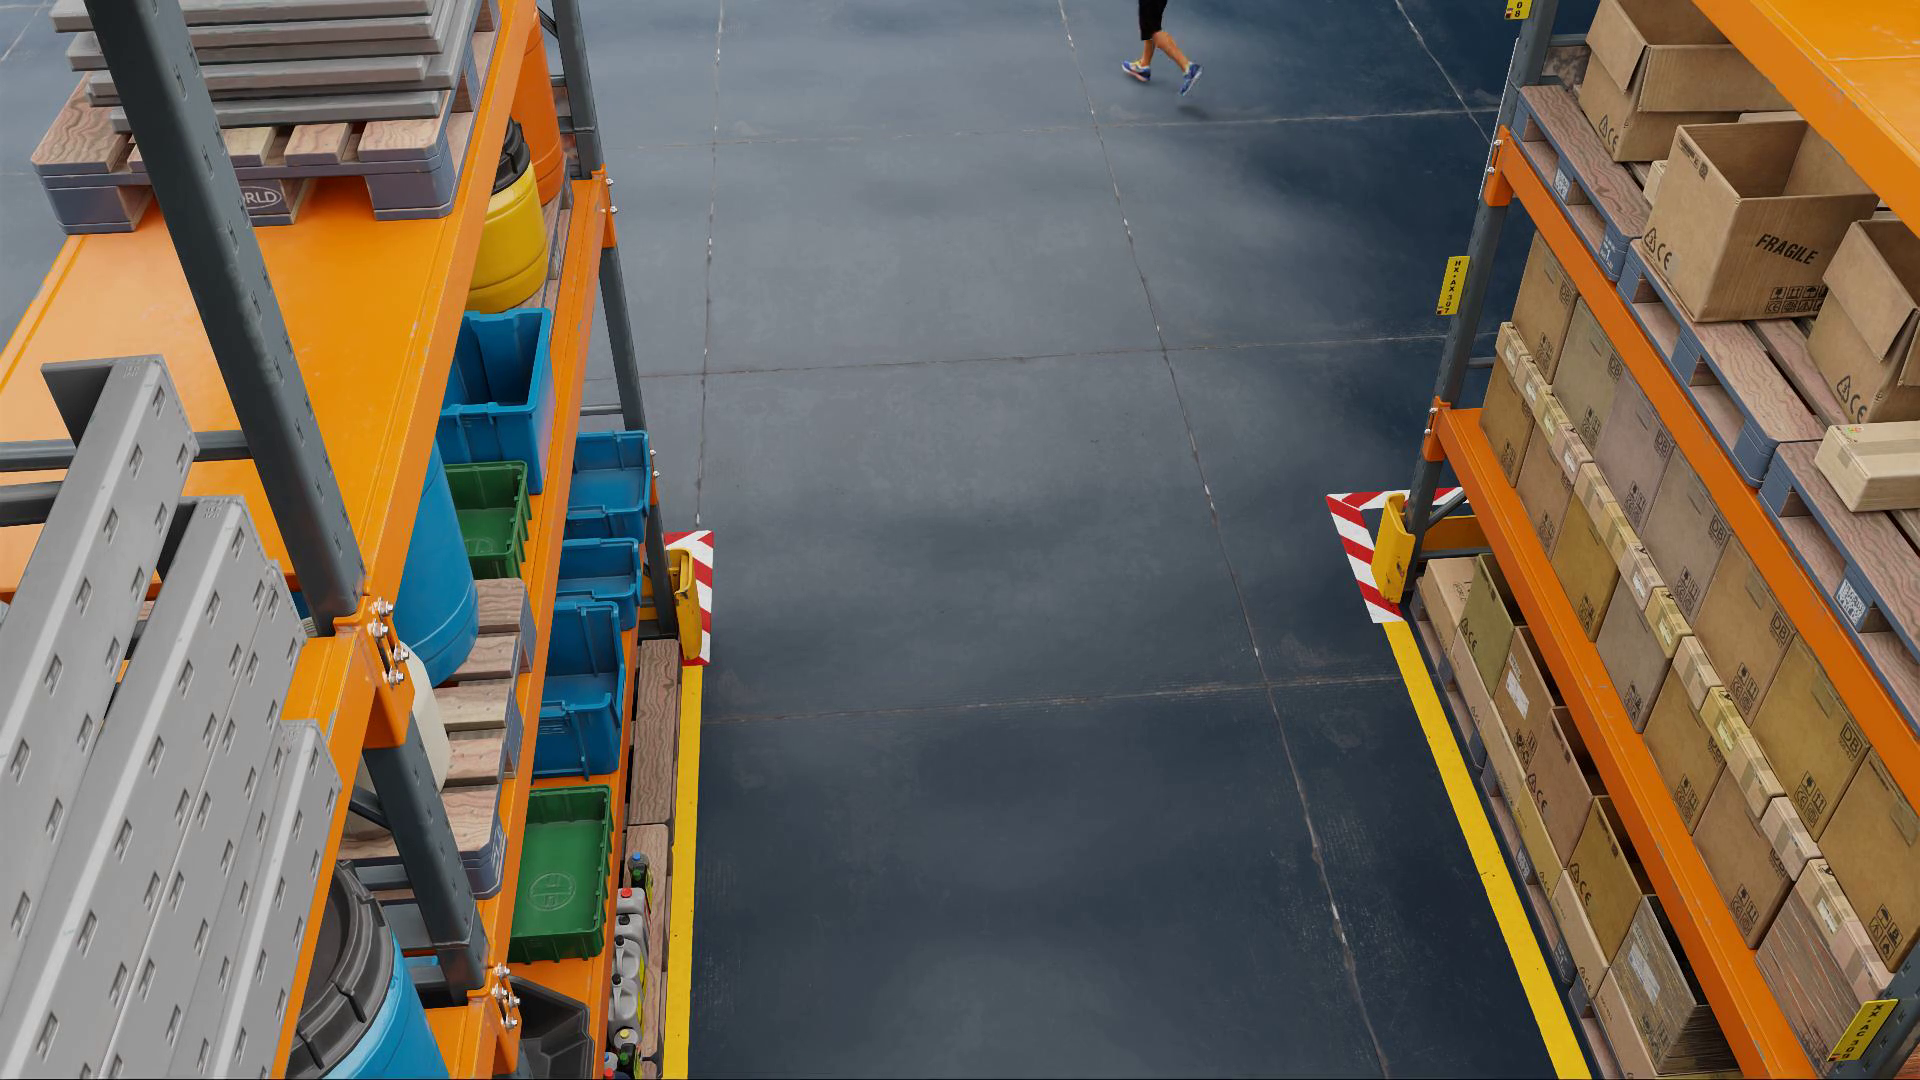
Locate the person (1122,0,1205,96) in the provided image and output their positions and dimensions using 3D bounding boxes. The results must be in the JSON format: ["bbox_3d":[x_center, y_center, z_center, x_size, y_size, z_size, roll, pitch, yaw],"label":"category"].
[{"bbox_3d":[1.619,-4.346,12.936,1.058,1.849,1.174,-33,52,-31],"label":"person"}]
